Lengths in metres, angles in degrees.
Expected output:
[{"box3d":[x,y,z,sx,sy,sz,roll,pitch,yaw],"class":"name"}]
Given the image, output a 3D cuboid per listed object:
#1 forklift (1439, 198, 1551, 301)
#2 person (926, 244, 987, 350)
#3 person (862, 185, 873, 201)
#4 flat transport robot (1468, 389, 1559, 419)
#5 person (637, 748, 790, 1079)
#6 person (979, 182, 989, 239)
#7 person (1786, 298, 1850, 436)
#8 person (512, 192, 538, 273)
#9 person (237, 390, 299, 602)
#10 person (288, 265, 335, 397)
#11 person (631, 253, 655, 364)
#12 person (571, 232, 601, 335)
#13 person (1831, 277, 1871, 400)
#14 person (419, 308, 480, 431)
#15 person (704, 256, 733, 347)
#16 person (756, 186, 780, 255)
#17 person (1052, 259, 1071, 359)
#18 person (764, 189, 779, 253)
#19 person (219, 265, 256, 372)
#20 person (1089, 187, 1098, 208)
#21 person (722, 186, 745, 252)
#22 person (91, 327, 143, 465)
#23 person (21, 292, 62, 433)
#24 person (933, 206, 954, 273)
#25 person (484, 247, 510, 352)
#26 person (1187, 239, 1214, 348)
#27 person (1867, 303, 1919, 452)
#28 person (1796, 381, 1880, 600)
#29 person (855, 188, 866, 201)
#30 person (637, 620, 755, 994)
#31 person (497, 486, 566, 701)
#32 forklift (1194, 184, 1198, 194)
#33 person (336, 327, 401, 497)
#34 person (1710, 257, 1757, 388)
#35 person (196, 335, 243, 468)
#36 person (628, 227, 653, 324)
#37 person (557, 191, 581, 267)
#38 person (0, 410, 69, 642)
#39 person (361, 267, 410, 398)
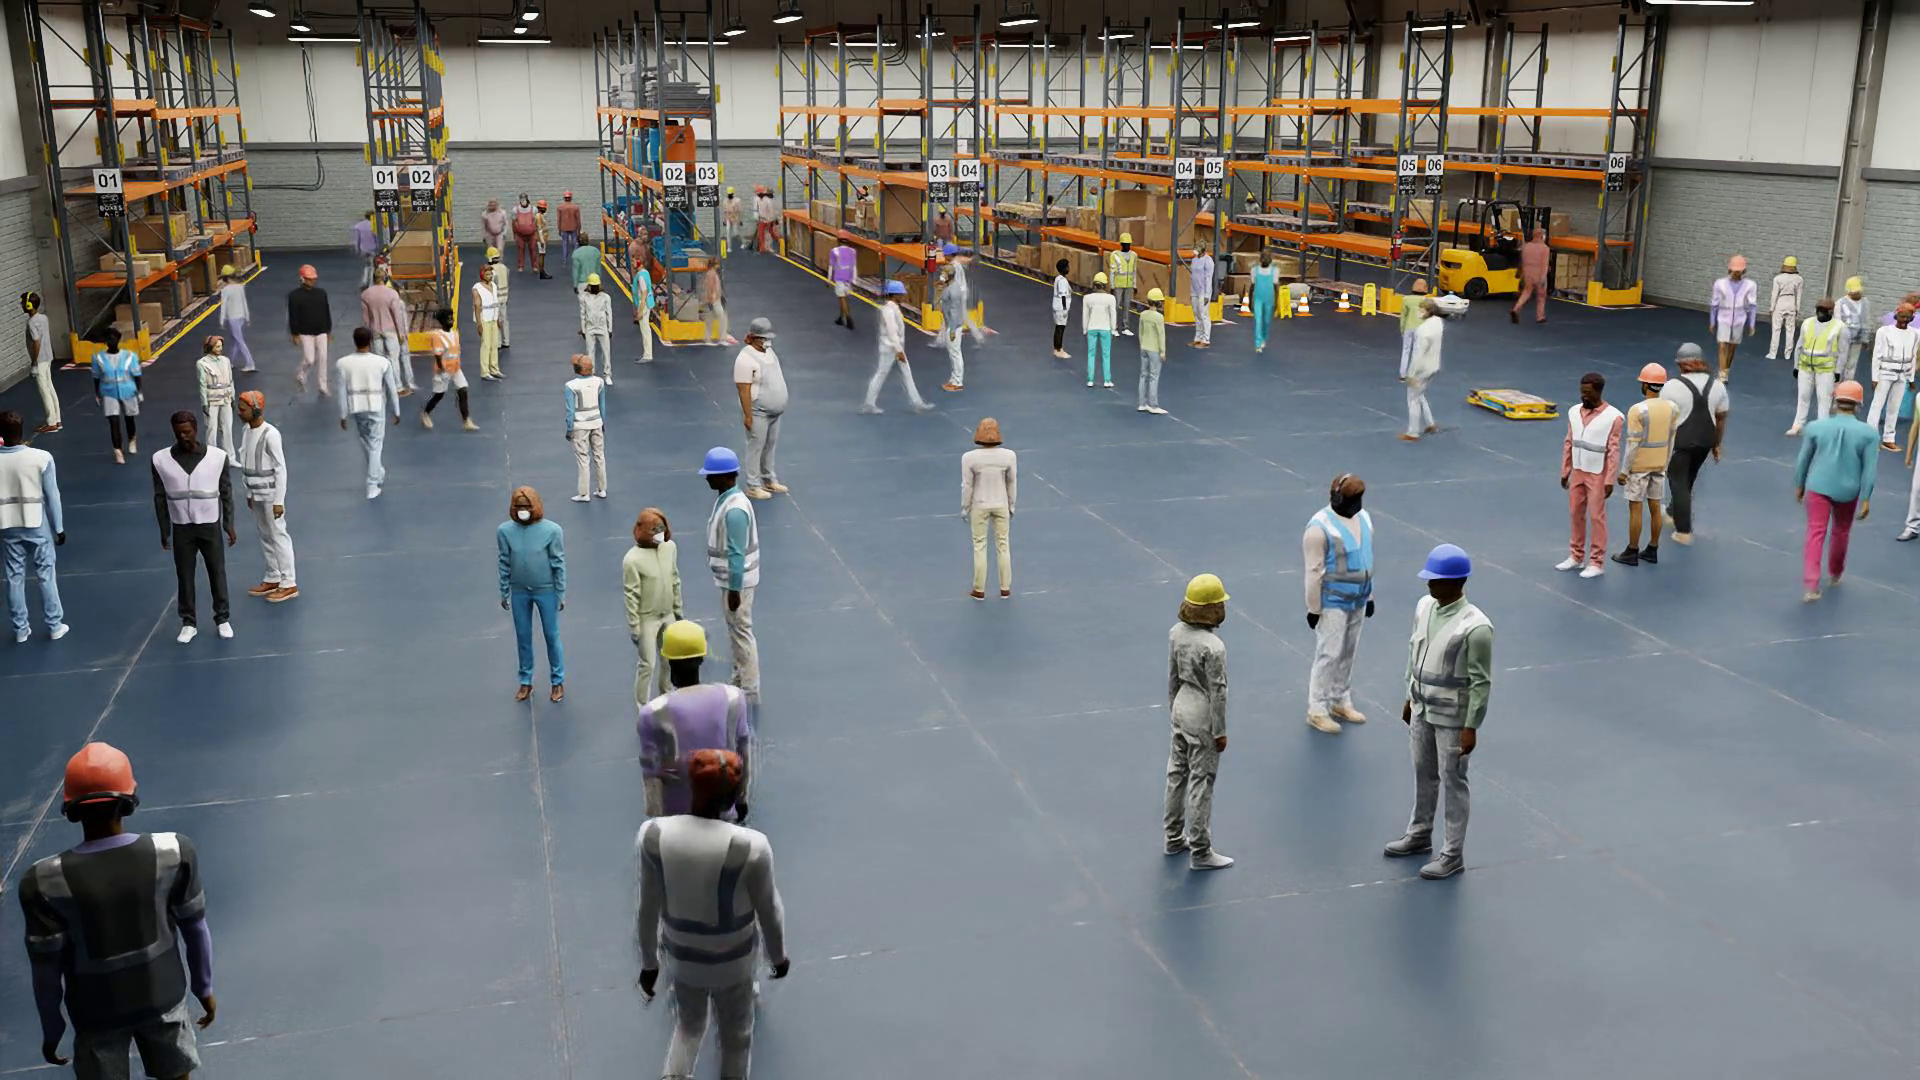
[{"box3d":[11.913,-6.508,37.130,2.313,2.155,1.214,-4,15,-15],"class":"forklift"},{"box3d":[-0.020,-4.287,29.385,1.073,1.886,0.623,0,15,0],"class":"person"},{"box3d":[-2.744,-9.560,49.273,0.498,1.861,0.326,14,21,43],"class":"person"},{"box3d":[7.865,-1.949,23.661,0.652,0.197,1.431,-3,15,-10],"class":"flat transport robot"},{"box3d":[-1.001,1.706,6.827,0.603,1.873,0.441,5,16,18],"class":"person"},{"box3d":[0.644,-9.664,49.519,0.450,1.925,0.628,9,18,32],"class":"person"},{"box3d":[11.211,-2.240,21.752,0.429,1.839,0.634,-12,19,-37],"class":"person"},{"box3d":[-11.085,-7.857,42.504,0.688,2.000,0.536,-3,15,-13],"class":"person"},{"box3d":[-6.143,-0.391,14.711,0.578,1.882,0.346,14,20,41],"class":"person"},{"box3d":[-9.647,-3.101,24.737,0.501,1.980,0.620,11,19,36],"class":"person"},{"box3d":[-5.323,-3.895,27.962,0.389,1.847,0.563,-2,15,-8],"class":"person"},{"box3d":[-7.017,-4.823,31.304,0.364,1.933,0.629,14,20,42],"class":"person"},{"box3d":[13.136,-2.962,24.553,0.628,1.802,0.404,-3,15,-10],"class":"person"},{"box3d":[-6.900,-2.282,22.241,0.813,1.665,0.531,7,16,24],"class":"person"},{"box3d":[-4.320,-4.263,29.783,0.650,1.611,0.513,-2,15,-9],"class":"person"},{"box3d":[-5.494,-9.175,47.672,0.633,1.949,0.929,12,19,38],"class":"person"},{"box3d":[1.752,-3.965,28.516,0.315,1.696,0.540,-2,15,-7],"class":"person"},{"box3d":[-5.452,-9.195,47.973,0.574,1.820,0.622,3,15,10],"class":"person"},{"box3d":[-11.879,-3.604,27.112,0.829,1.723,0.545,3,15,12],"class":"person"},{"box3d":[4.248,-10.457,53.087,0.299,1.624,0.516,-5,16,-20],"class":"person"},{"box3d":[-6.592,-9.346,48.389,0.624,1.898,0.691,6,16,20],"class":"person"},{"box3d":[-10.358,-1.810,20.483,0.542,1.668,0.827,-8,17,-27],"class":"person"},{"box3d":[-12.280,-2.368,22.176,0.328,1.872,0.513,-3,15,-11],"class":"person"},{"box3d":[-0.441,-7.683,42.443,0.525,1.731,0.853,-4,15,-13],"class":"person"},{"box3d":[-8.158,-4.223,29.228,0.404,1.833,0.590,5,16,20],"class":"person"},{"box3d":[4.300,-4.388,29.675,0.367,1.932,0.623,-6,16,-23],"class":"person"},{"box3d":[11.734,-2.041,20.915,0.572,1.886,0.355,-1,15,-5],"class":"person"},{"box3d":[7.810,-0.461,14.868,0.638,1.941,1.020,9,18,32],"class":"person"},{"box3d":[-2.668,-8.534,45.136,0.397,1.992,0.621,6,16,23],"class":"person"},{"box3d":[-1.297,1.318,8.292,0.612,1.884,0.975,-9,17,-30],"class":"person"},{"box3d":[-3.144,0.392,12.257,0.500,1.627,0.278,1,15,3],"class":"person"},{"box3d":[7.392,-11.333,53.972,1.873,2.768,1.129,-4,15,-15],"class":"forklift"},{"box3d":[-6.658,-1.476,18.819,0.615,1.862,0.988,-1,15,-5],"class":"person"},{"box3d":[11.909,-3.351,25.634,0.634,1.986,1.034,5,16,17],"class":"person"},{"box3d":[-8.863,-1.630,19.860,0.313,1.634,0.514,5,16,20],"class":"person"},{"box3d":[-6.270,-5.225,32.883,0.399,1.900,0.648,5,16,18],"class":"person"},{"box3d":[-10.358,-8.256,44.122,0.610,1.984,0.412,-3,15,-10],"class":"person"},{"box3d":[-7.652,-0.104,13.592,0.583,1.911,0.391,-3,15,-11],"class":"person"},{"box3d":[-8.538,-3.073,24.702,0.627,1.937,0.372,3,15,12],"class":"person"}]
